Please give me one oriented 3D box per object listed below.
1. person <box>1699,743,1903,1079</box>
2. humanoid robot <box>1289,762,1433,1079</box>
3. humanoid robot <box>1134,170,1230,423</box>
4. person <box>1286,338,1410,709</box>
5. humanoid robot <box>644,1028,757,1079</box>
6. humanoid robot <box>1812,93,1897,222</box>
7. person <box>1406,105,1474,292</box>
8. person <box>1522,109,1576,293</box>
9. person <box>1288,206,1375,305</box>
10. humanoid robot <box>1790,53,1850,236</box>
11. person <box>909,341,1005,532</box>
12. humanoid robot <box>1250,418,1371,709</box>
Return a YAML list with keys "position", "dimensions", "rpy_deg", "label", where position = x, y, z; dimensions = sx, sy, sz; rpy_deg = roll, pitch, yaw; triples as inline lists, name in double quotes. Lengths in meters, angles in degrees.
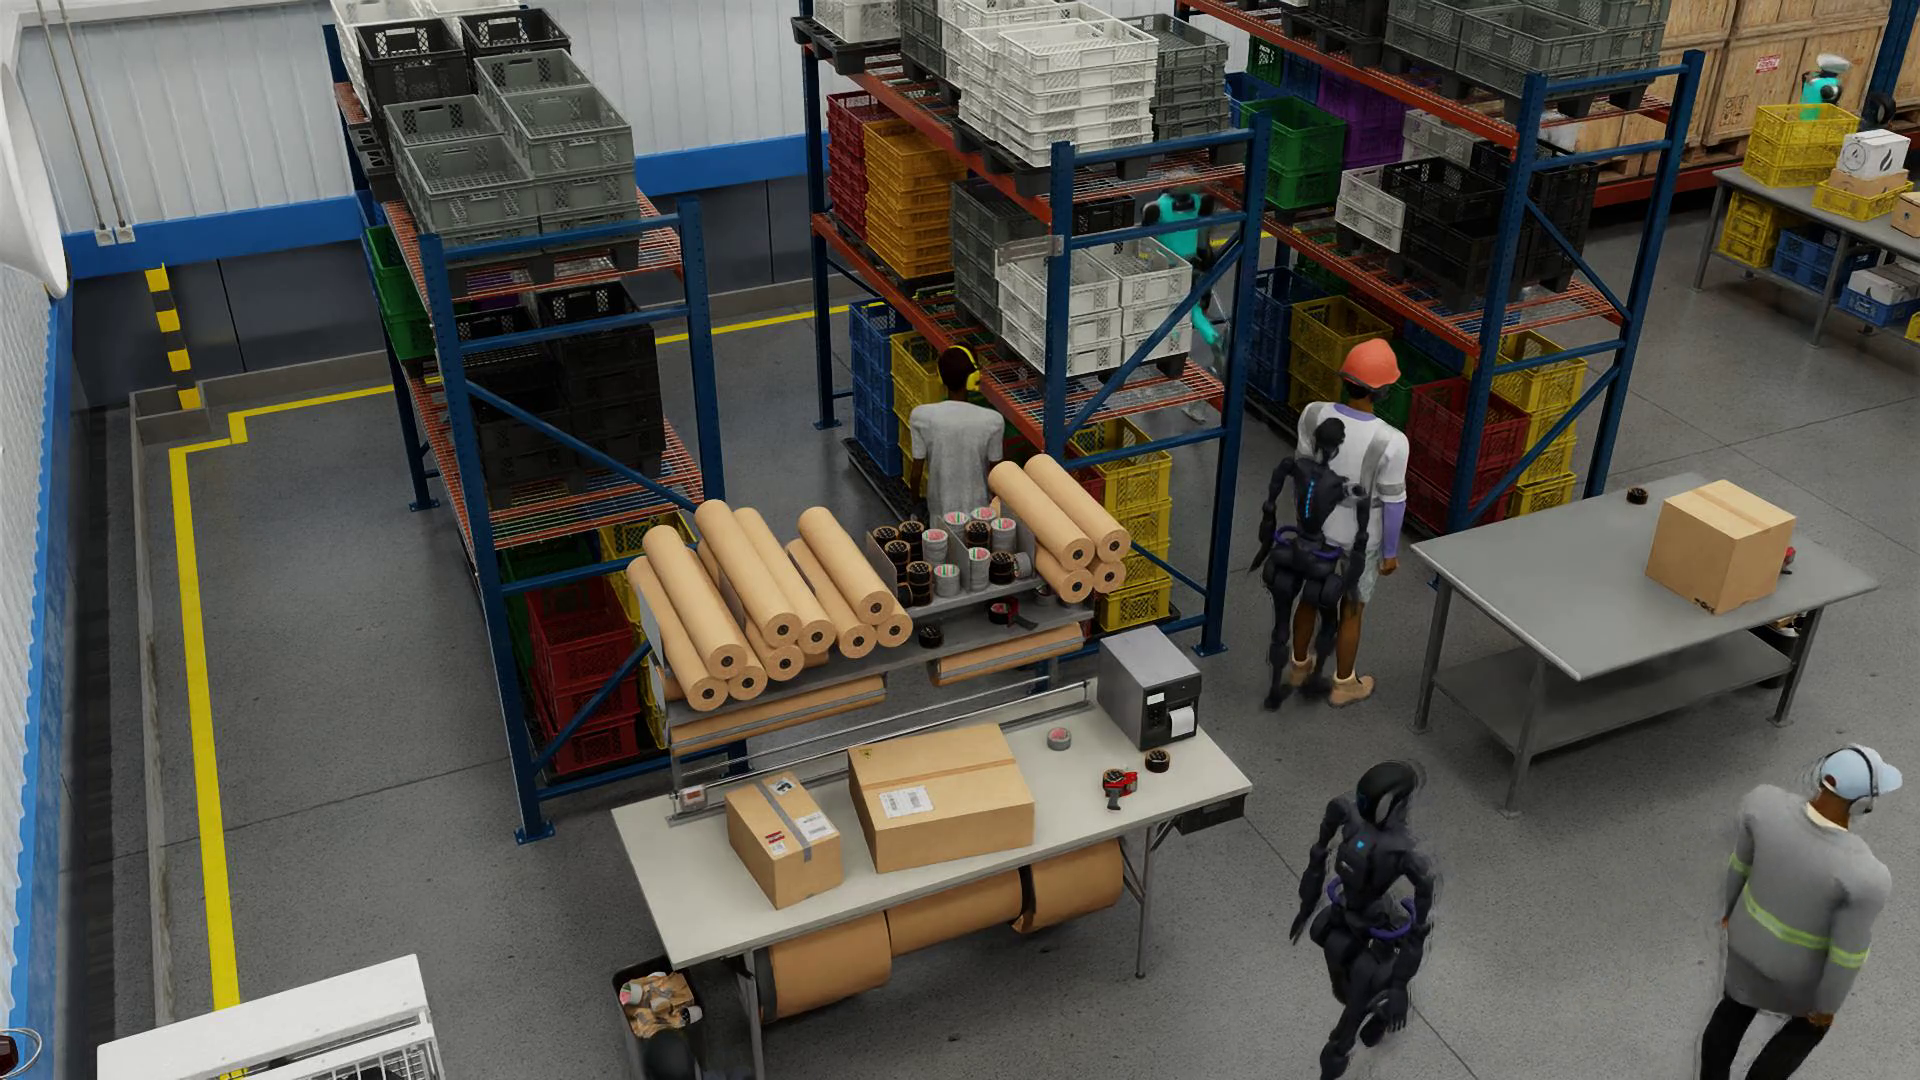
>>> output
- position: [3.021, 1.480, 6.078]
  dimensions: [0.421, 1.840, 0.590]
  rpy_deg: [-16, 35, -25]
  label: "person"
- position: [1.559, 1.475, 6.268]
  dimensions: [0.735, 1.640, 0.600]
  rpy_deg: [-20, 37, -29]
  label: "humanoid robot"
- position: [1.520, -1.554, 11.083]
  dimensions: [0.540, 1.733, 0.982]
  rpy_deg: [-14, 34, -21]
  label: "humanoid robot"
- position: [1.953, -0.069, 8.394]
  dimensions: [0.606, 2.043, 0.374]
  rpy_deg: [26, 40, 35]
  label: "person"
- position: [-0.844, 2.081, 5.254]
  dimensions: [0.614, 1.645, 0.407]
  rpy_deg: [-19, 36, -28]
  label: "humanoid robot"
- position: [7.007, -2.766, 13.166]
  dimensions: [0.593, 1.611, 0.749]
  rpy_deg: [-18, 36, -26]
  label: "humanoid robot"
- position: [3.522, -2.259, 12.148]
  dimensions: [0.346, 1.837, 0.500]
  rpy_deg: [-25, 39, -34]
  label: "person"
- position: [4.576, -2.799, 13.035]
  dimensions: [0.559, 1.828, 0.405]
  rpy_deg: [-22, 38, -32]
  label: "person"
- position: [2.947, -2.570, 12.751]
  dimensions: [0.760, 1.728, 0.525]
  rpy_deg: [2, 32, 4]
  label: "person"
- position: [7.033, -3.019, 13.499]
  dimensions: [0.661, 1.835, 0.537]
  rpy_deg: [2, 32, 3]
  label: "humanoid robot"
- position: [-0.011, -0.156, 8.705]
  dimensions: [0.513, 1.862, 0.323]
  rpy_deg: [4, 32, 6]
  label: "person"
- position: [1.754, 0.121, 8.434]
  dimensions: [0.607, 1.653, 0.325]
  rpy_deg: [19, 36, 28]
  label: "humanoid robot"
